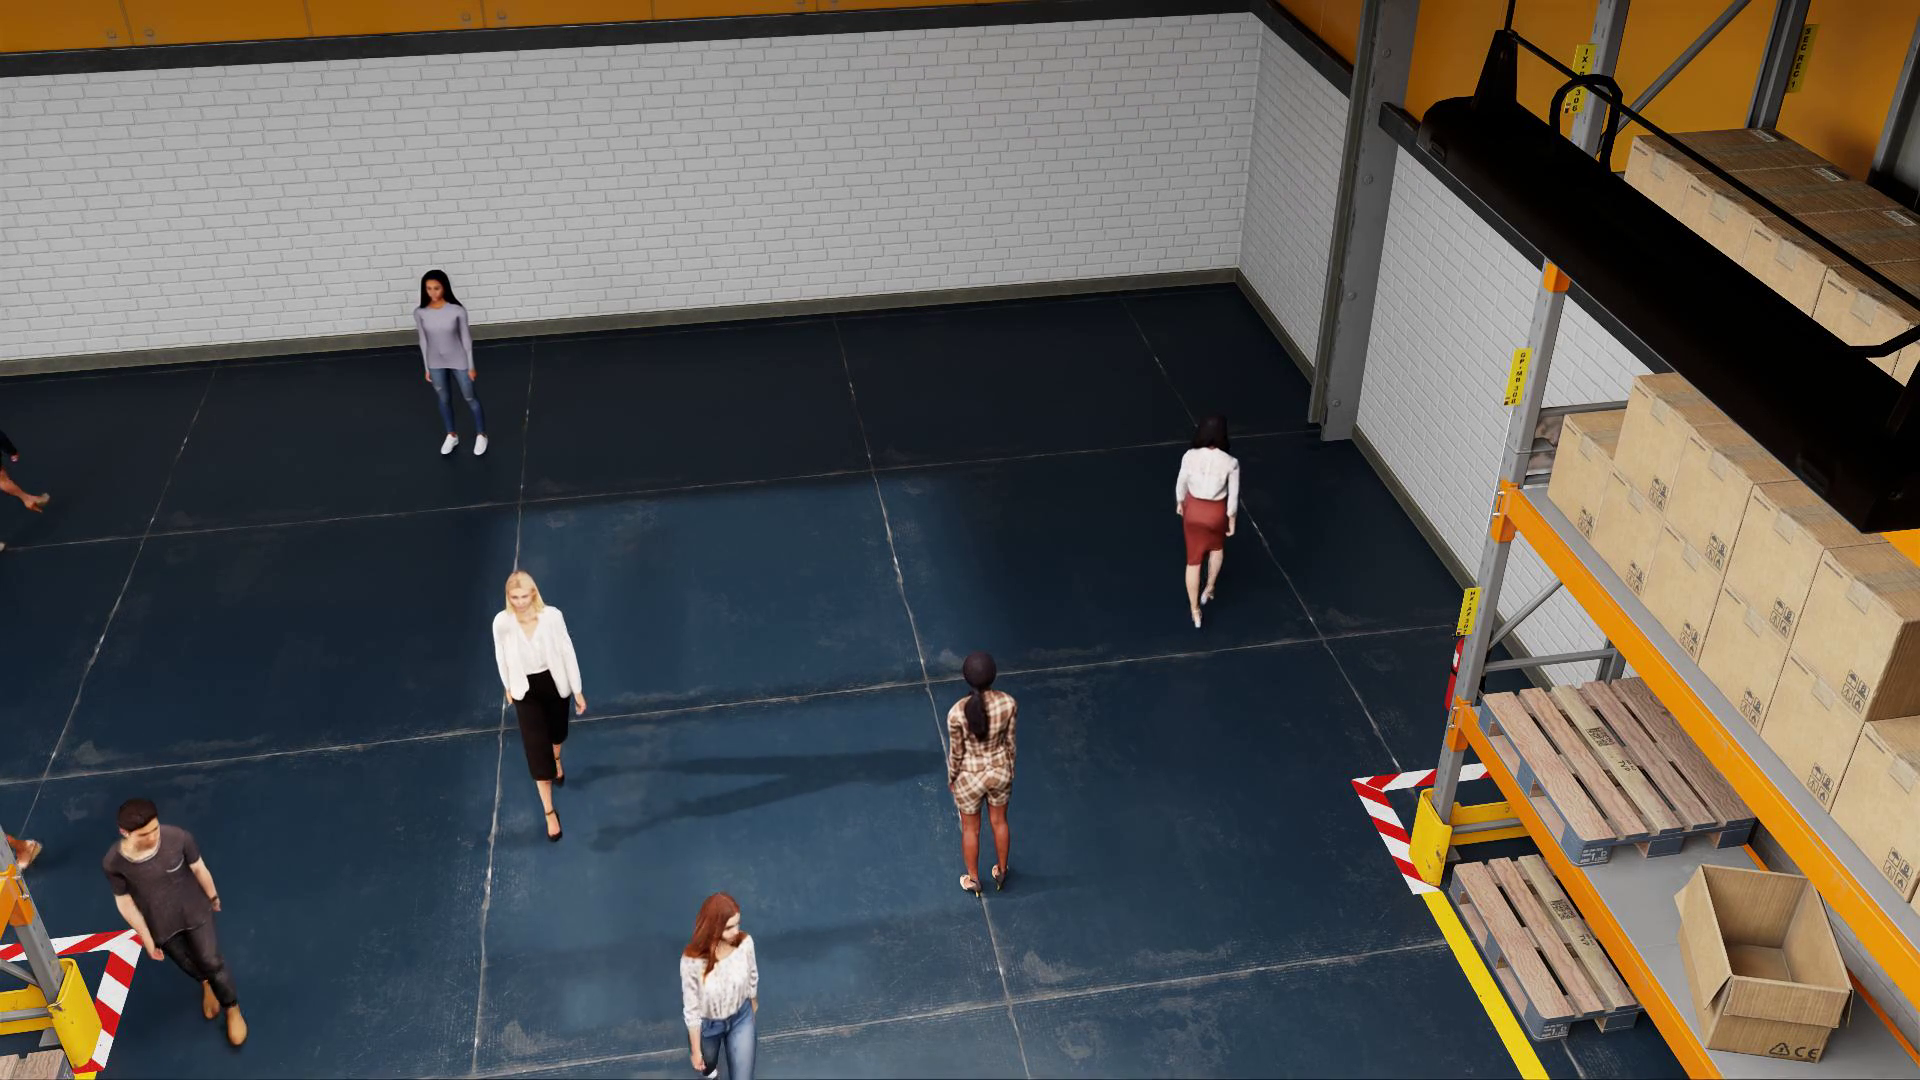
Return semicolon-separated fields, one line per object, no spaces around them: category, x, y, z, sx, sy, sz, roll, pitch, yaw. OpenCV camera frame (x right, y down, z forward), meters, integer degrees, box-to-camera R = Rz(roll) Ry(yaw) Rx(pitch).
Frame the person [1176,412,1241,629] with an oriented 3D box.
person;1.775;-0.094;12.132;0.774;1.732;0.840;9;35;13

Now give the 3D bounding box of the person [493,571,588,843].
person;-2.647;0.918;10.531;0.726;1.818;1.118;-10;35;-15

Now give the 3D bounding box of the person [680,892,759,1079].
person;-1.244;2.396;8.423;0.726;1.691;1.145;-12;35;-17

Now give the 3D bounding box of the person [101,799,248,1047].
person;-4.304;1.971;9.069;0.711;1.684;0.858;-13;36;-19

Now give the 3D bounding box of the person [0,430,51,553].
person;-7.699;-0.604;13.023;0.903;1.594;1.132;9;35;14

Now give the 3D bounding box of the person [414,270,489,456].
person;-4.381;-1.530;14.294;0.641;1.729;0.609;1;34;1

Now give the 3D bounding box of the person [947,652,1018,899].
person;0.136;1.406;9.820;0.593;1.792;0.562;-9;35;-13
